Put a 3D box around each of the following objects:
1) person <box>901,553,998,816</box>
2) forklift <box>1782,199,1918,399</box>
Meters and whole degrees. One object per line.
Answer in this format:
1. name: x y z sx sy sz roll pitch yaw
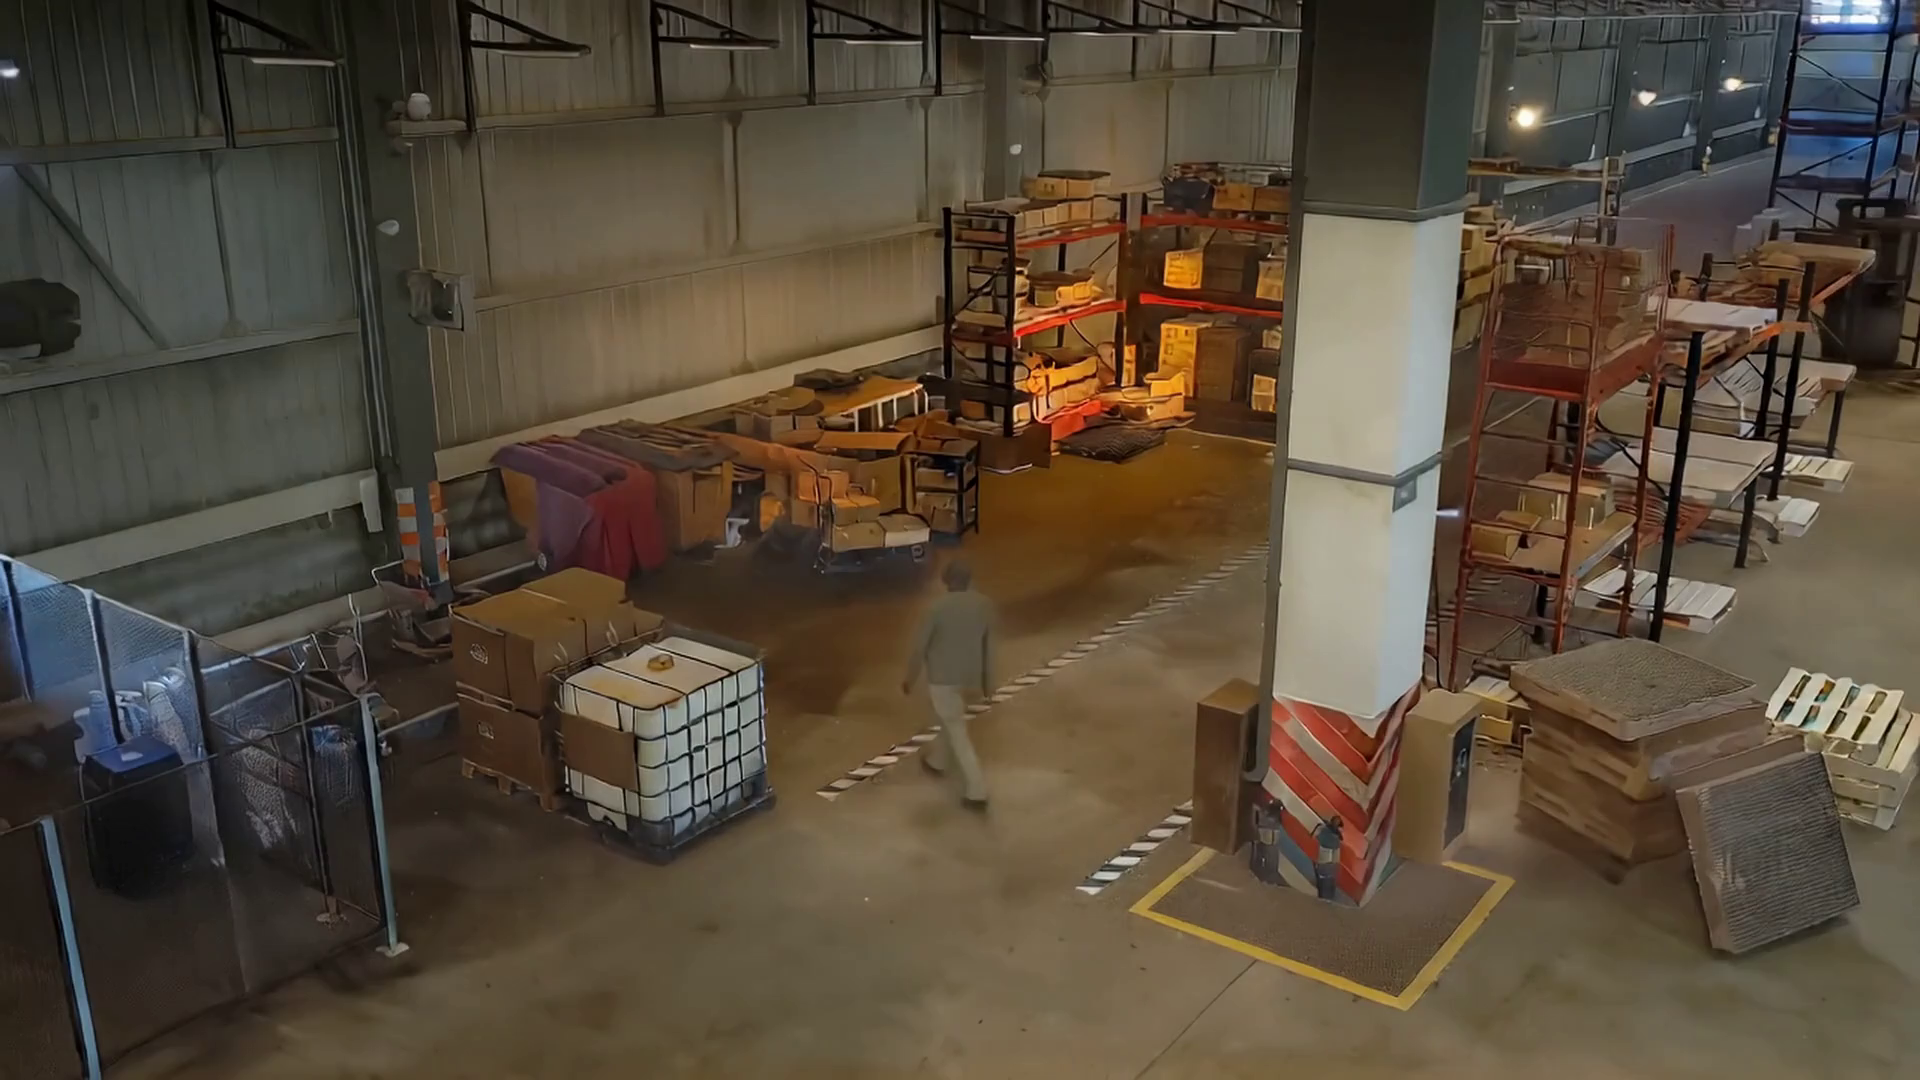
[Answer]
1. person: -0.031 1.016 12.108 0.637 1.881 1.078 -12 21 -32
2. forklift: 13.450 -3.685 24.898 1.129 2.768 1.873 -1 18 -4
